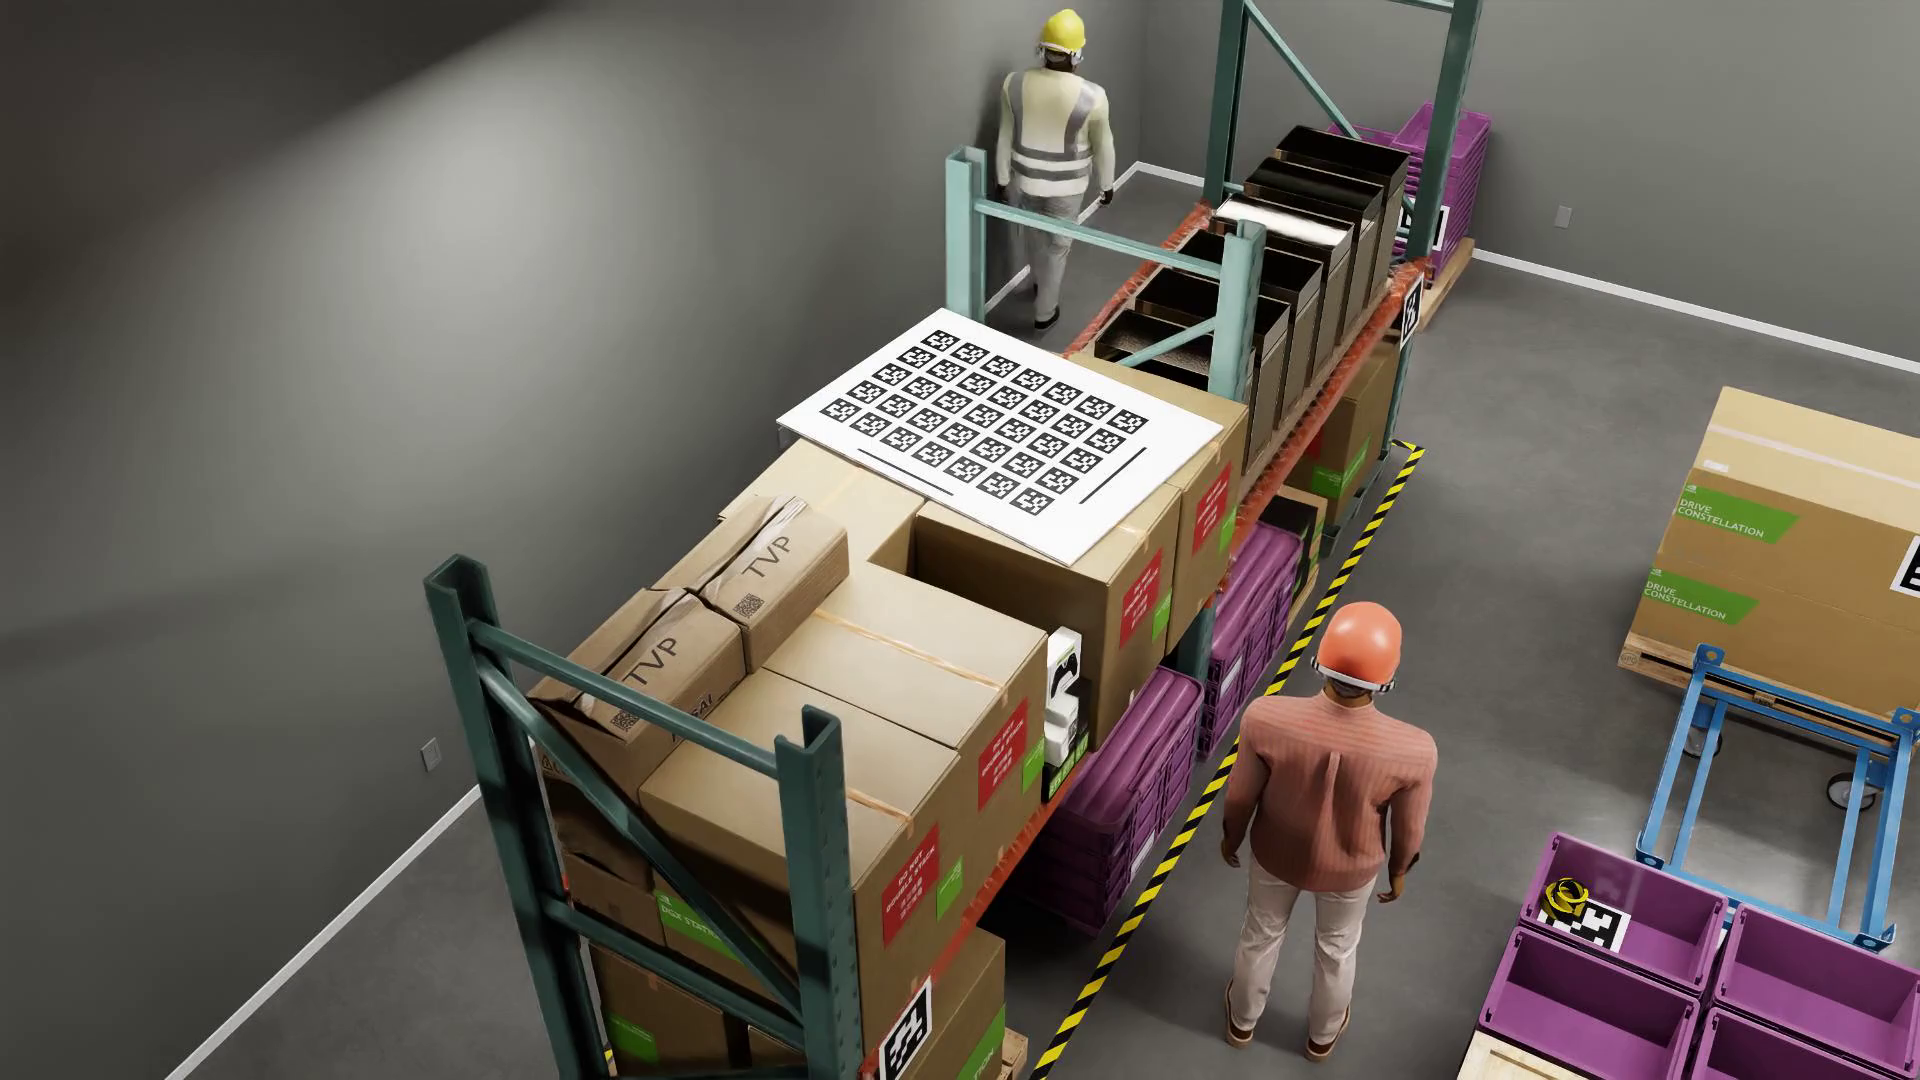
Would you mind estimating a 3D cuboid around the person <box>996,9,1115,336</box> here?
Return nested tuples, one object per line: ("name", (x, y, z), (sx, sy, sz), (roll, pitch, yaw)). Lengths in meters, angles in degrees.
("person", (0.562, -2.048, 9.138), (0.630, 1.803, 0.771), (15, 42, 17))

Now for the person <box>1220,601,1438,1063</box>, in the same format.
("person", (1.156, 0.982, 5.383), (0.626, 1.992, 0.387), (10, 41, 12))
